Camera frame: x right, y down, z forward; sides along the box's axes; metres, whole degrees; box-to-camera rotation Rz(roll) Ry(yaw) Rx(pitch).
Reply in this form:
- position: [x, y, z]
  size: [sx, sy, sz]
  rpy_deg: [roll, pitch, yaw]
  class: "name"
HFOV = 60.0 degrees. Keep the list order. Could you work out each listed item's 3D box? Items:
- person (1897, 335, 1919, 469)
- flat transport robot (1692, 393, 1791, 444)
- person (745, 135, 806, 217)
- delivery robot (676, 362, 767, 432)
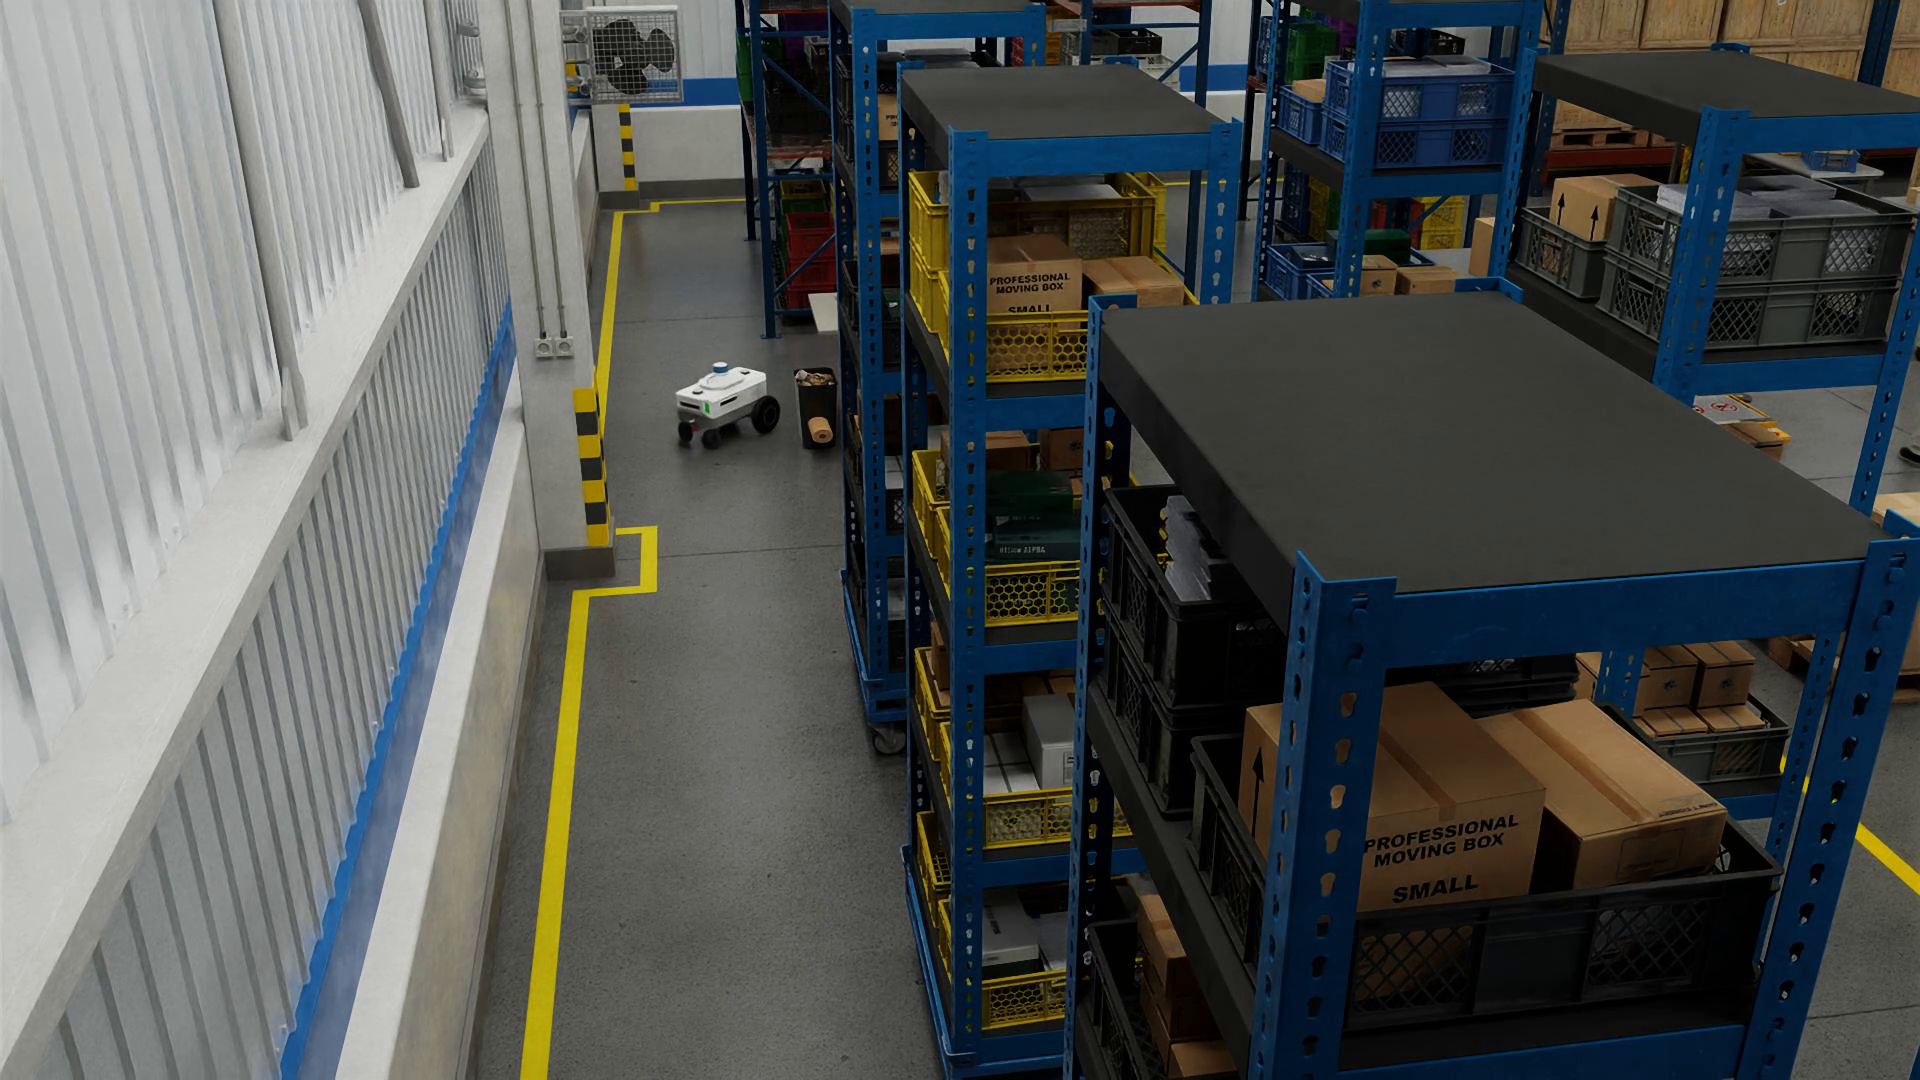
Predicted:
- position: [6.882, -1.372, 11.402]
  size: [0.595, 1.826, 0.403]
  rpy_deg: [4, 25, 8]
  class: "person"
- position: [5.224, -0.859, 12.132]
  size: [1.431, 0.197, 0.652]
  rpy_deg: [-4, 25, -8]
  class: "flat transport robot"
- position: [-1.952, -4.532, 18.287]
  size: [1.025, 1.829, 0.618]
  rpy_deg: [-15, 29, -30]
  class: "person"
- position: [-1.732, -1.049, 12.100]
  size: [0.477, 0.478, 0.707]
  rpy_deg: [15, 29, 30]
  class: "delivery robot"
